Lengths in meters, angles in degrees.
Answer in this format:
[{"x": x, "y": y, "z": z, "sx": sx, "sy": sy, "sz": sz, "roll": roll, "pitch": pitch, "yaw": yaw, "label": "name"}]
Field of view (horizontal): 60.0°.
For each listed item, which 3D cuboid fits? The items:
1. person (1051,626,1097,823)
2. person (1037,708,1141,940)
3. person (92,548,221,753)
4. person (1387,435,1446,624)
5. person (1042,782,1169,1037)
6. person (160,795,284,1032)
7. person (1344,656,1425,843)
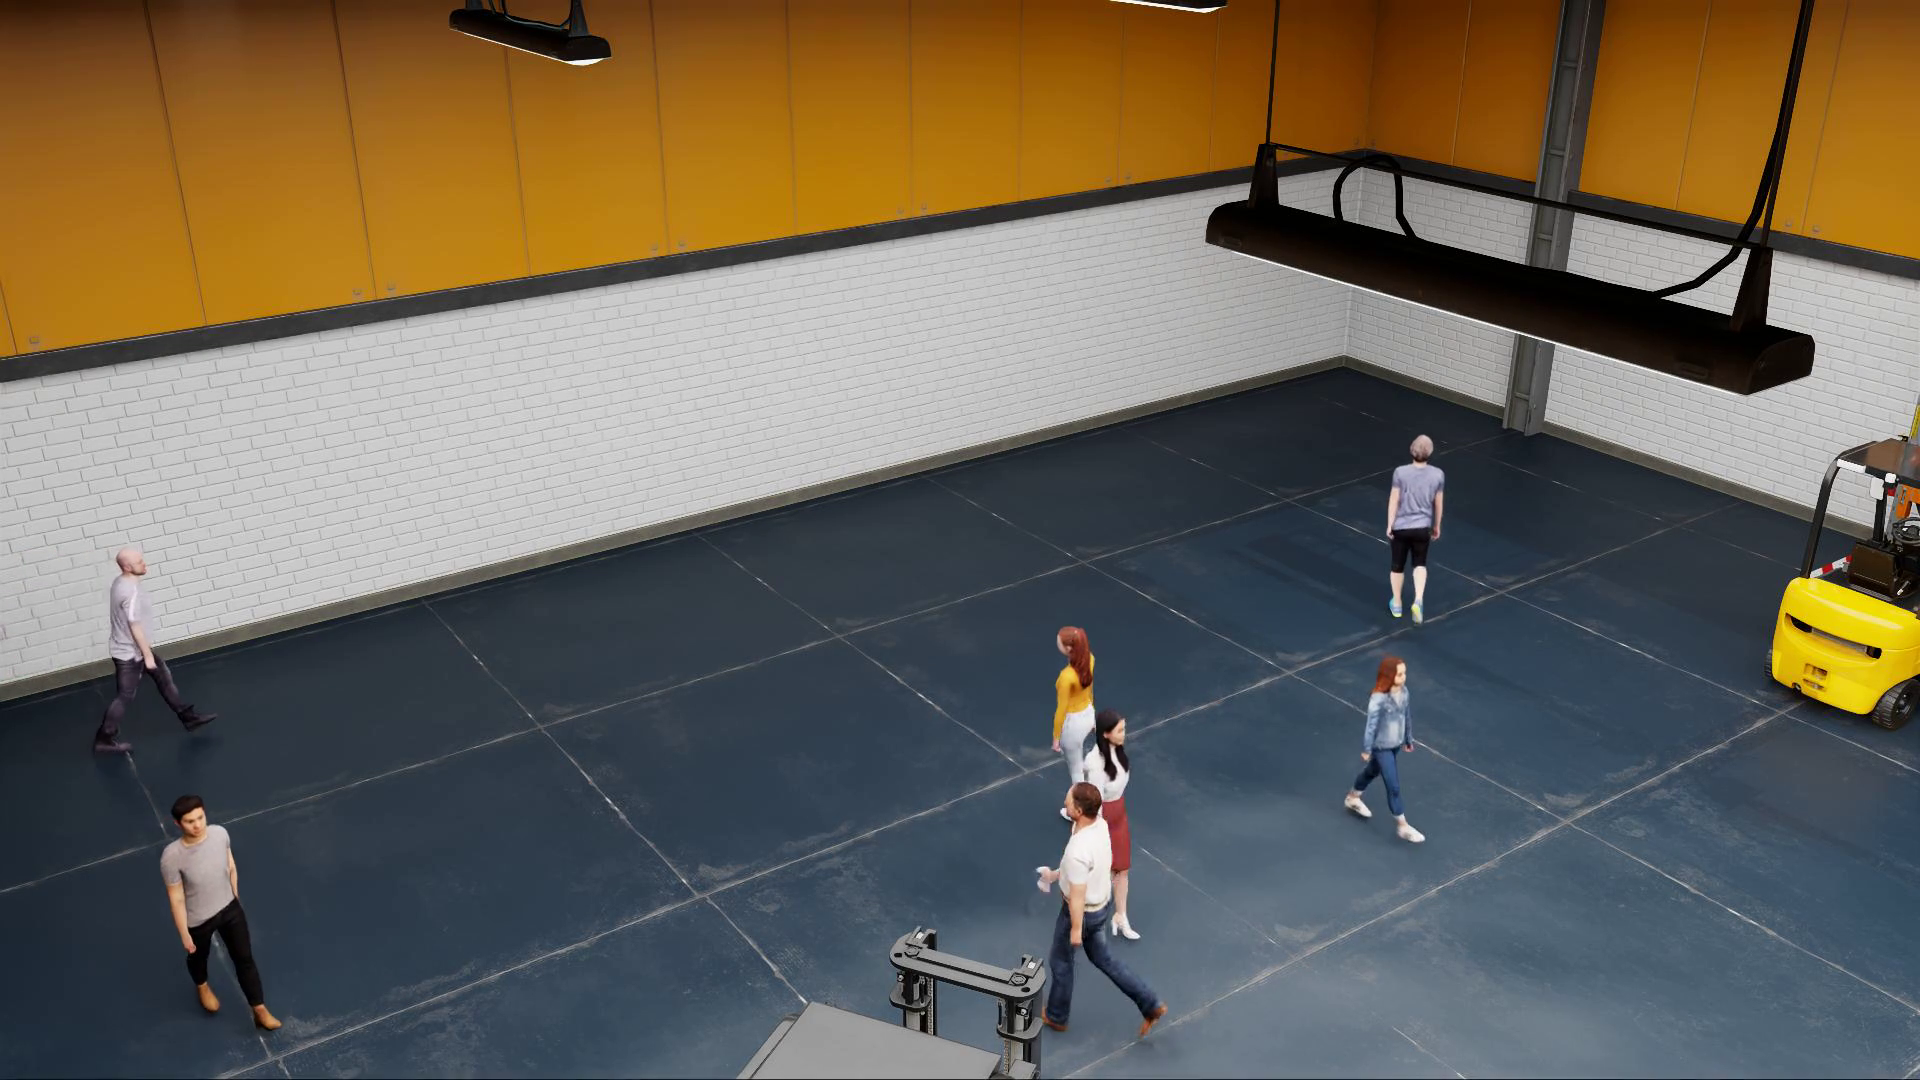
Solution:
[{"x": 0.954, "y": 1.451, "z": 12.538, "sx": 0.727, "sy": 1.730, "sz": 0.711, "roll": 18, "pitch": 29, "yaw": 35, "label": "person"}, {"x": 0.915, "y": 1.944, "z": 11.412, "sx": 1.119, "sy": 1.728, "sz": 0.856, "roll": 14, "pitch": 27, "yaw": 29, "label": "person"}, {"x": -6.894, "y": 0.928, "z": 13.653, "sx": 0.952, "sy": 1.795, "sz": 1.228, "roll": -11, "pitch": 26, "yaw": -24, "label": "person"}, {"x": 4.305, "y": -0.063, "z": 15.822, "sx": 0.985, "sy": 1.872, "sz": 1.064, "roll": 3, "pitch": 24, "yaw": 6, "label": "person"}, {"x": 0.884, "y": 2.349, "z": 10.363, "sx": 1.258, "sy": 1.826, "sz": 1.035, "roll": 11, "pitch": 26, "yaw": 23, "label": "person"}, {"x": -4.820, "y": 2.333, "z": 10.583, "sx": 1.142, "sy": 1.679, "sz": 0.768, "roll": 21, "pitch": 31, "yaw": 39, "label": "person"}, {"x": 3.194, "y": 1.540, "z": 12.695, "sx": 0.660, "sy": 1.441, "sz": 0.991, "roll": -20, "pitch": 30, "yaw": -38, "label": "person"}]
